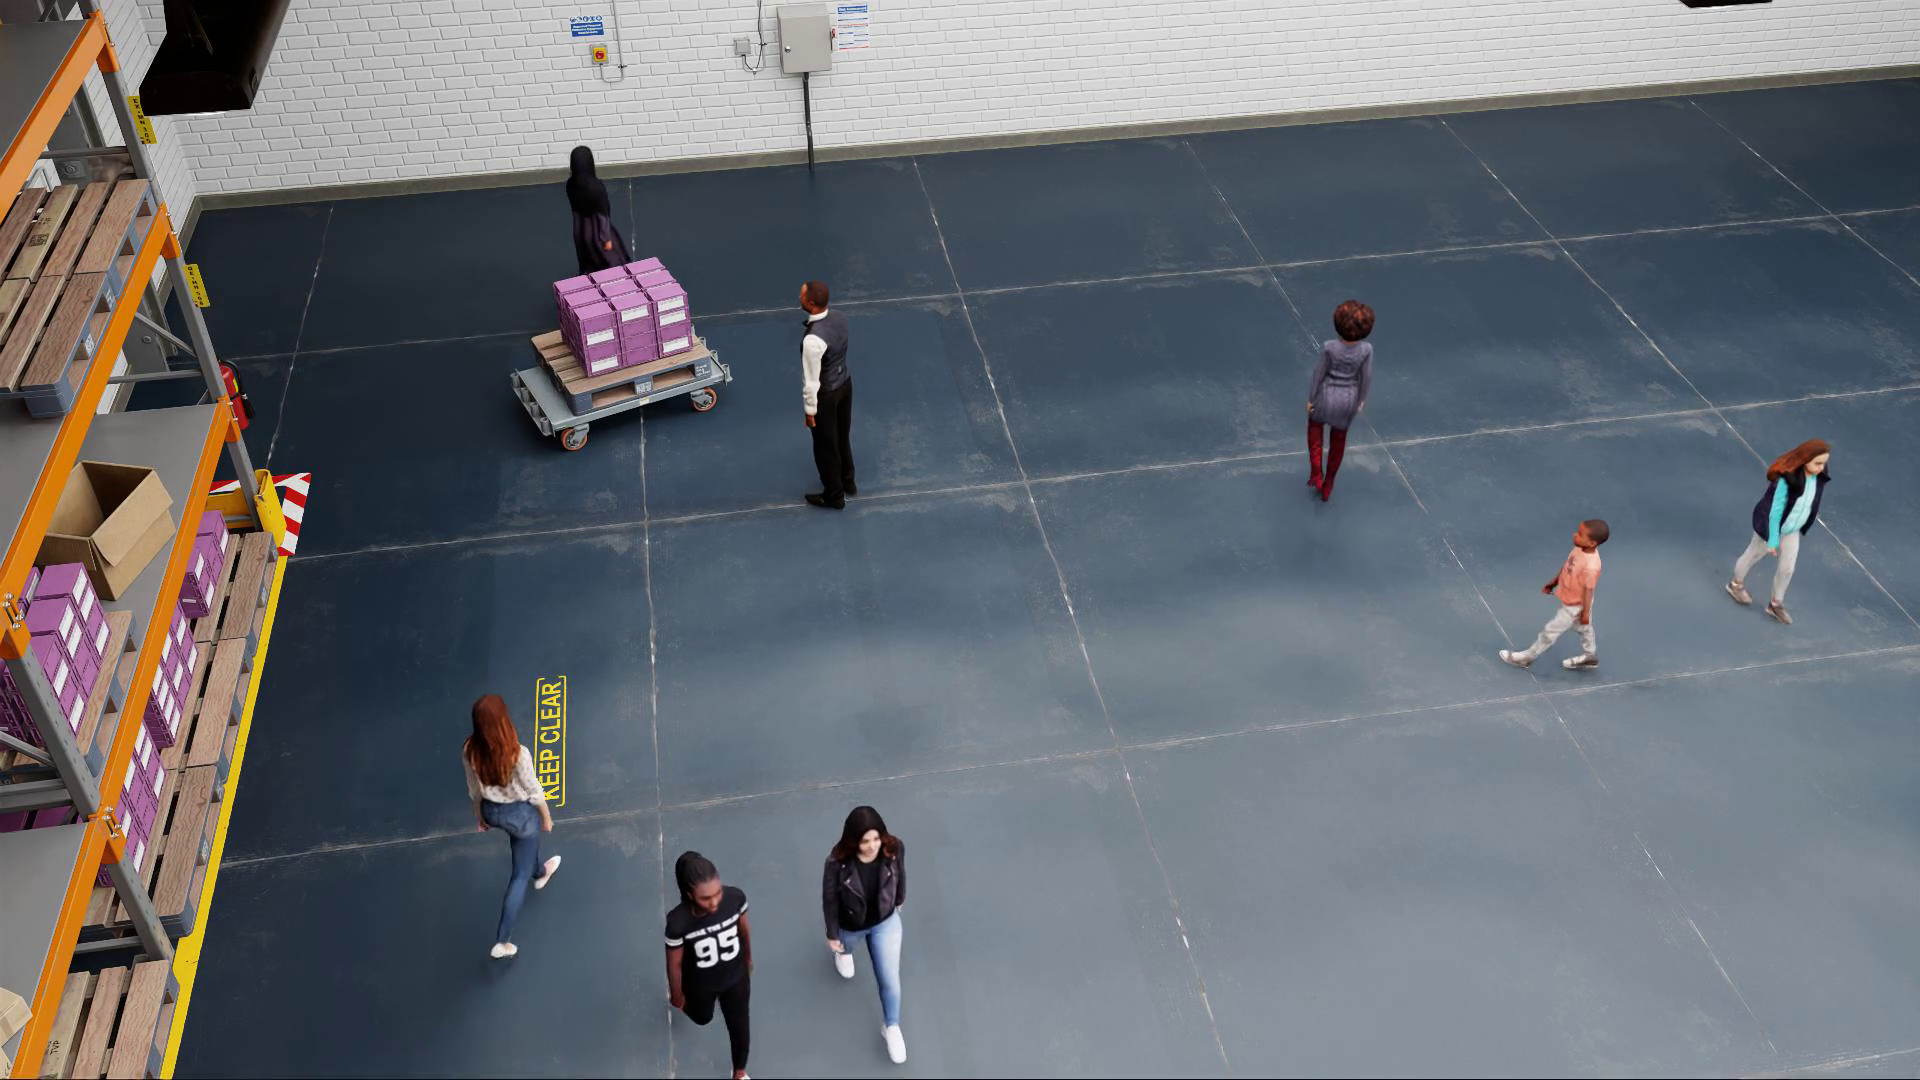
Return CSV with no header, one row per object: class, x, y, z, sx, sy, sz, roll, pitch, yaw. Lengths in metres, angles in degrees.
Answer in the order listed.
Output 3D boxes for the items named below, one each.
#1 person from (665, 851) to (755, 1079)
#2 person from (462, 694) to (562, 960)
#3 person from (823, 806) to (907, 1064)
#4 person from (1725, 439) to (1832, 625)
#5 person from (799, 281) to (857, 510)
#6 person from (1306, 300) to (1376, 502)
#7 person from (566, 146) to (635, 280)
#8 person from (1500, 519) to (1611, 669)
person,-1.308,2.187,8.586,0.894,1.704,1.168,-22,44,-25
person,-2.563,1.606,9.319,0.924,1.695,1.185,12,40,14
person,-0.546,1.987,8.922,0.692,1.596,1.113,-10,40,-12
person,5.708,-0.143,11.685,0.626,1.477,0.794,-10,40,-12
person,-0.990,-1.101,12.533,0.827,1.916,0.733,17,42,21
person,2.854,-0.990,12.570,0.668,1.696,0.657,2,39,3
person,-3.309,-2.732,14.815,0.972,1.616,1.051,22,44,25
person,4.200,0.393,11.170,0.733,1.282,0.891,6,39,8
